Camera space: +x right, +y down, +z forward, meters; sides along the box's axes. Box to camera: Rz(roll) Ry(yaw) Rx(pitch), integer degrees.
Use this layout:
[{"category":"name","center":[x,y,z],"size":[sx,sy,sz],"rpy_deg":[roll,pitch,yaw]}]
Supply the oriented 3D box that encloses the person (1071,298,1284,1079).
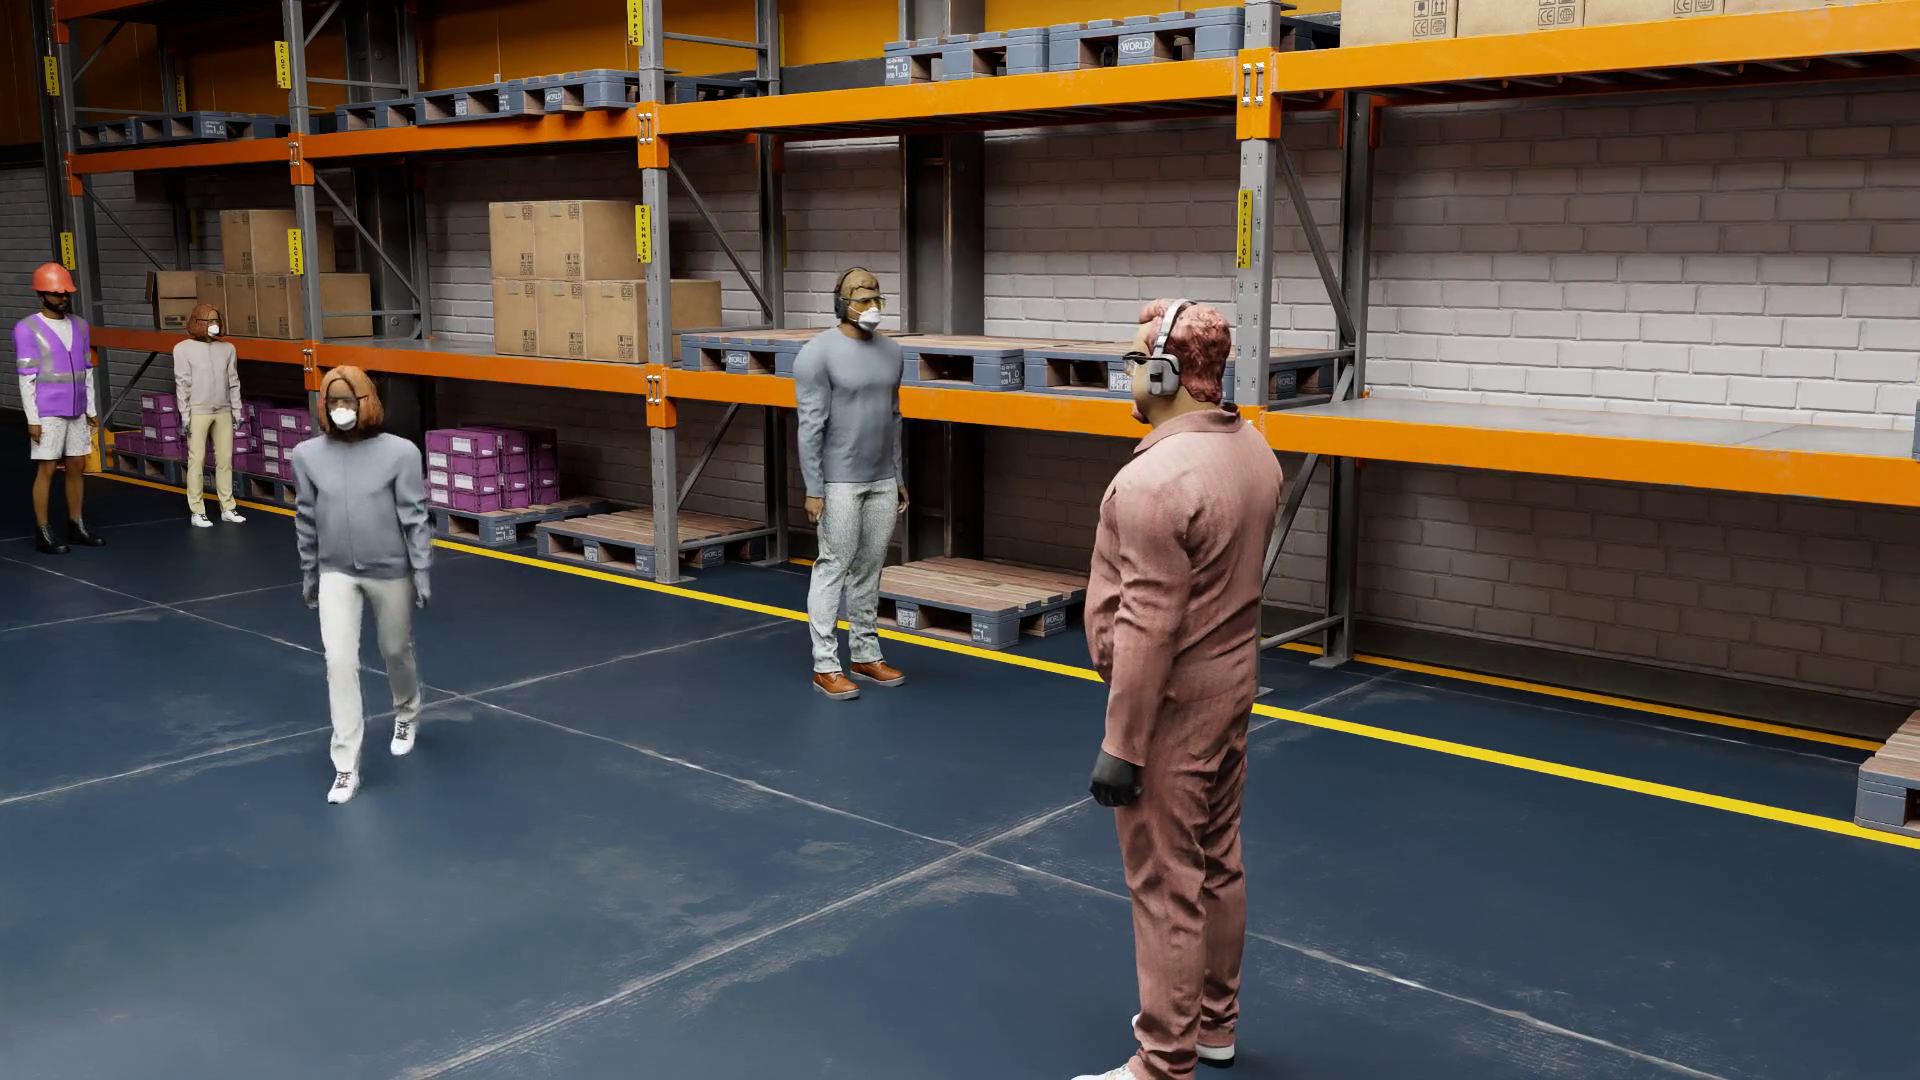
[{"category":"person","center":[0.492,0.395,3.913],"size":[0.410,1.909,0.643],"rpy_deg":[6,12,30]}]

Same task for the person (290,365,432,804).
[{"category":"person","center":[-2.271,0.119,6.374],"size":[0.508,1.595,0.829],"rpy_deg":[-1,10,-7]}]

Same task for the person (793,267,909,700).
[{"category":"person","center":[-0.476,-0.260,7.552],"size":[0.353,1.937,0.635],"rpy_deg":[9,13,40]}]

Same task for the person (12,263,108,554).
[{"category":"person","center":[-5.970,-0.869,11.071],"size":[0.414,1.929,0.548],"rpy_deg":[4,11,21]}]

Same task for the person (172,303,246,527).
[{"category":"person","center":[-5.478,-0.910,12.150],"size":[0.277,1.629,0.498],"rpy_deg":[7,12,34]}]
